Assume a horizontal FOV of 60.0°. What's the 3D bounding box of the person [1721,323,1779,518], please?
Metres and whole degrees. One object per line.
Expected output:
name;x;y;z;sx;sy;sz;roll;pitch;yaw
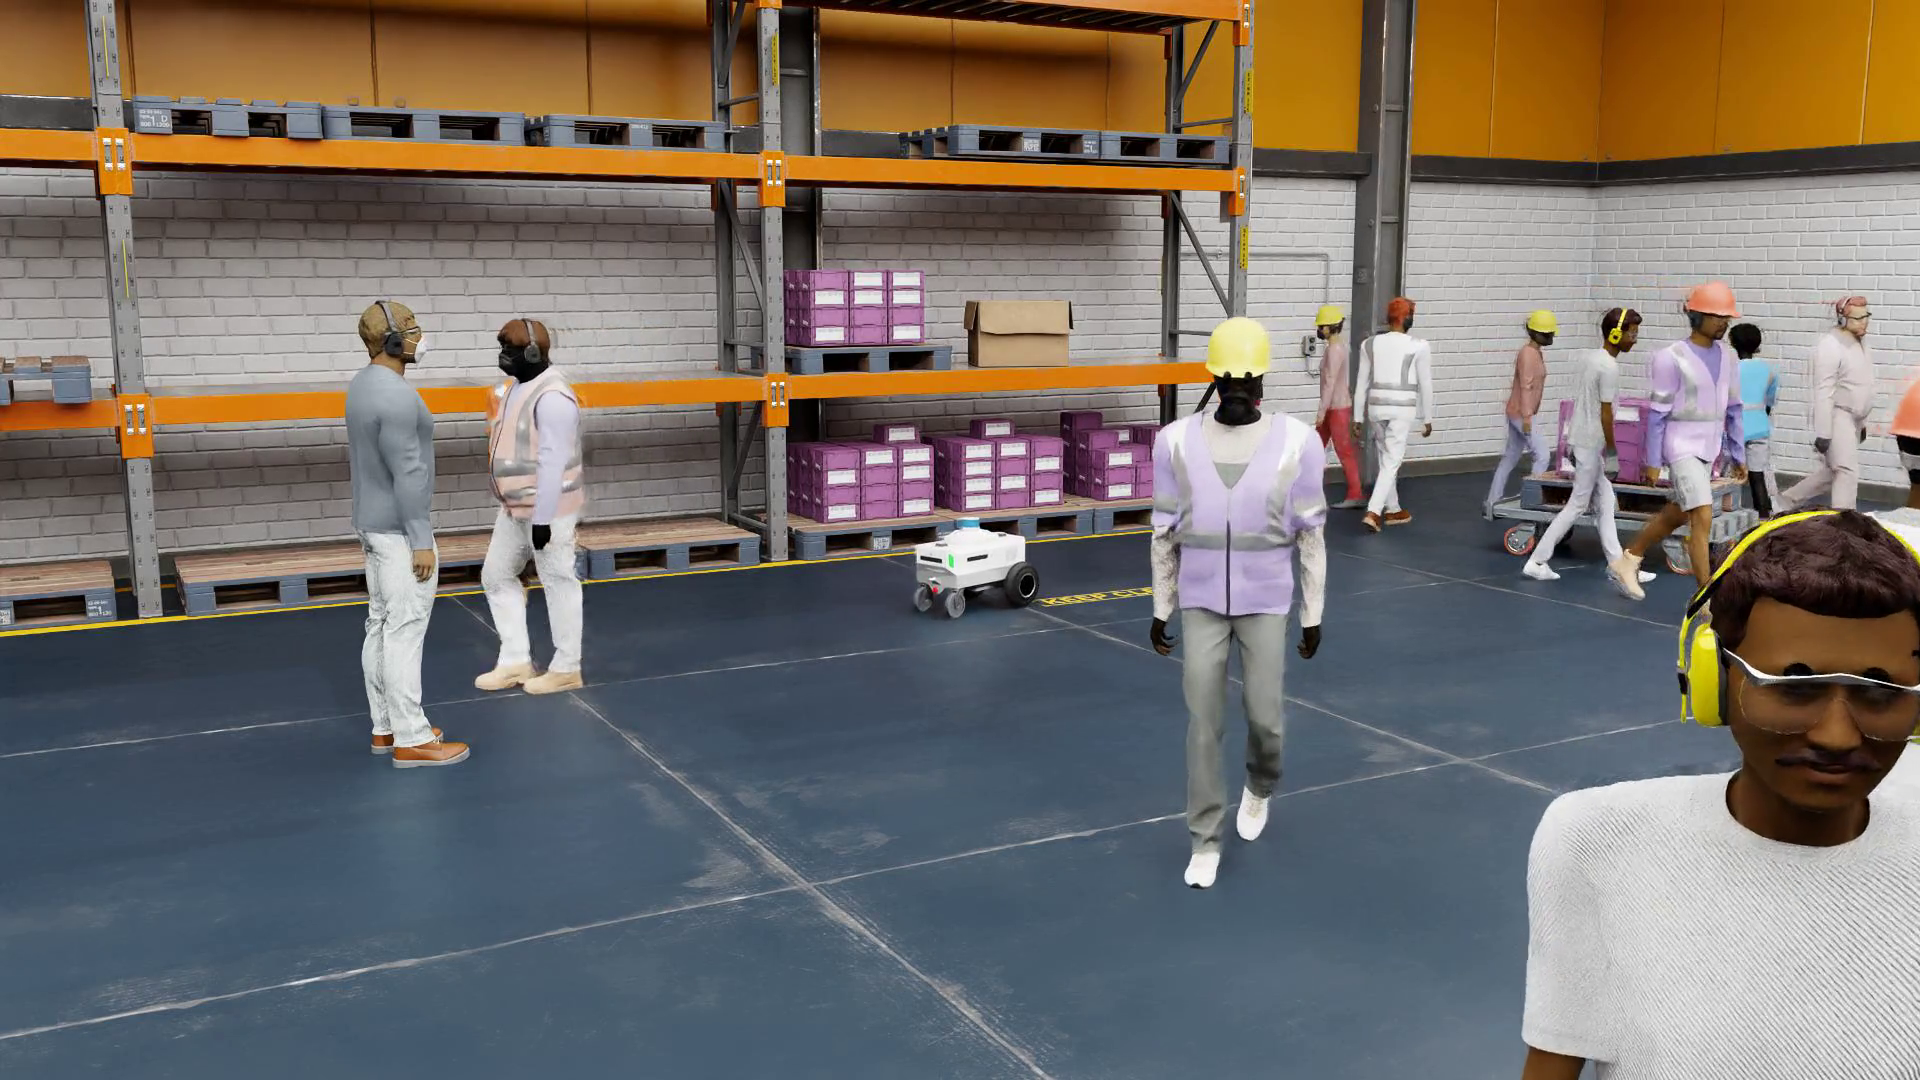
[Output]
person;5.811;-0.795;12.490;0.546;1.650;0.862;-1;9;-7

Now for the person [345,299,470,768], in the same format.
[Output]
person;-2.334;-0.024;6.937;0.372;1.940;0.631;-6;11;-34

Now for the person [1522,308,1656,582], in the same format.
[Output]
person;4.135;-0.610;10.898;0.842;1.820;0.598;2;9;10

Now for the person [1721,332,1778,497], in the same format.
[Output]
person;6.234;-0.882;13.175;0.633;1.608;0.581;6;11;31

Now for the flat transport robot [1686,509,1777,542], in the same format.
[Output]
flat transport robot;6.035;-0.076;12.314;1.431;0.197;0.652;8;12;41

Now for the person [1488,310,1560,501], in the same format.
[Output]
person;4.663;-1.003;13.547;0.733;1.717;0.576;5;10;27

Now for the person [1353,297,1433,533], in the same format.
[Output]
person;3.391;-0.988;13.101;0.585;1.845;0.950;8;12;39

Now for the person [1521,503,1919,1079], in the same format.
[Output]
person;0.791;0.880;1.711;0.511;1.850;0.504;5;10;27

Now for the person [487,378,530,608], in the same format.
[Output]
person;-2.605;-0.433;10.162;0.539;1.695;0.318;-4;10;-21

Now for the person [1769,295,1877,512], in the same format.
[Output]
person;6.389;-0.861;12.227;0.757;1.878;0.657;9;13;44

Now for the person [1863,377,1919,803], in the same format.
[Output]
person;2.018;0.560;3.546;1.006;1.889;0.564;-3;10;-15

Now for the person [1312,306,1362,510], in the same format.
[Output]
person;3.087;-1.127;14.246;0.827;1.729;0.543;2;10;14

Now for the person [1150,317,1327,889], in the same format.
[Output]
person;0.954;0.187;5.736;0.596;1.914;0.672;3;10;18

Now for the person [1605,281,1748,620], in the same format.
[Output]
person;4.345;-0.551;9.990;0.626;2.004;1.009;-5;10;-27

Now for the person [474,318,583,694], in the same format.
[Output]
person;-2.123;-0.141;7.983;0.632;1.824;0.652;-6;11;-34

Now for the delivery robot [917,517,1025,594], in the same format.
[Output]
delivery robot;0.067;0.103;10.081;0.477;0.478;0.707;9;13;43
